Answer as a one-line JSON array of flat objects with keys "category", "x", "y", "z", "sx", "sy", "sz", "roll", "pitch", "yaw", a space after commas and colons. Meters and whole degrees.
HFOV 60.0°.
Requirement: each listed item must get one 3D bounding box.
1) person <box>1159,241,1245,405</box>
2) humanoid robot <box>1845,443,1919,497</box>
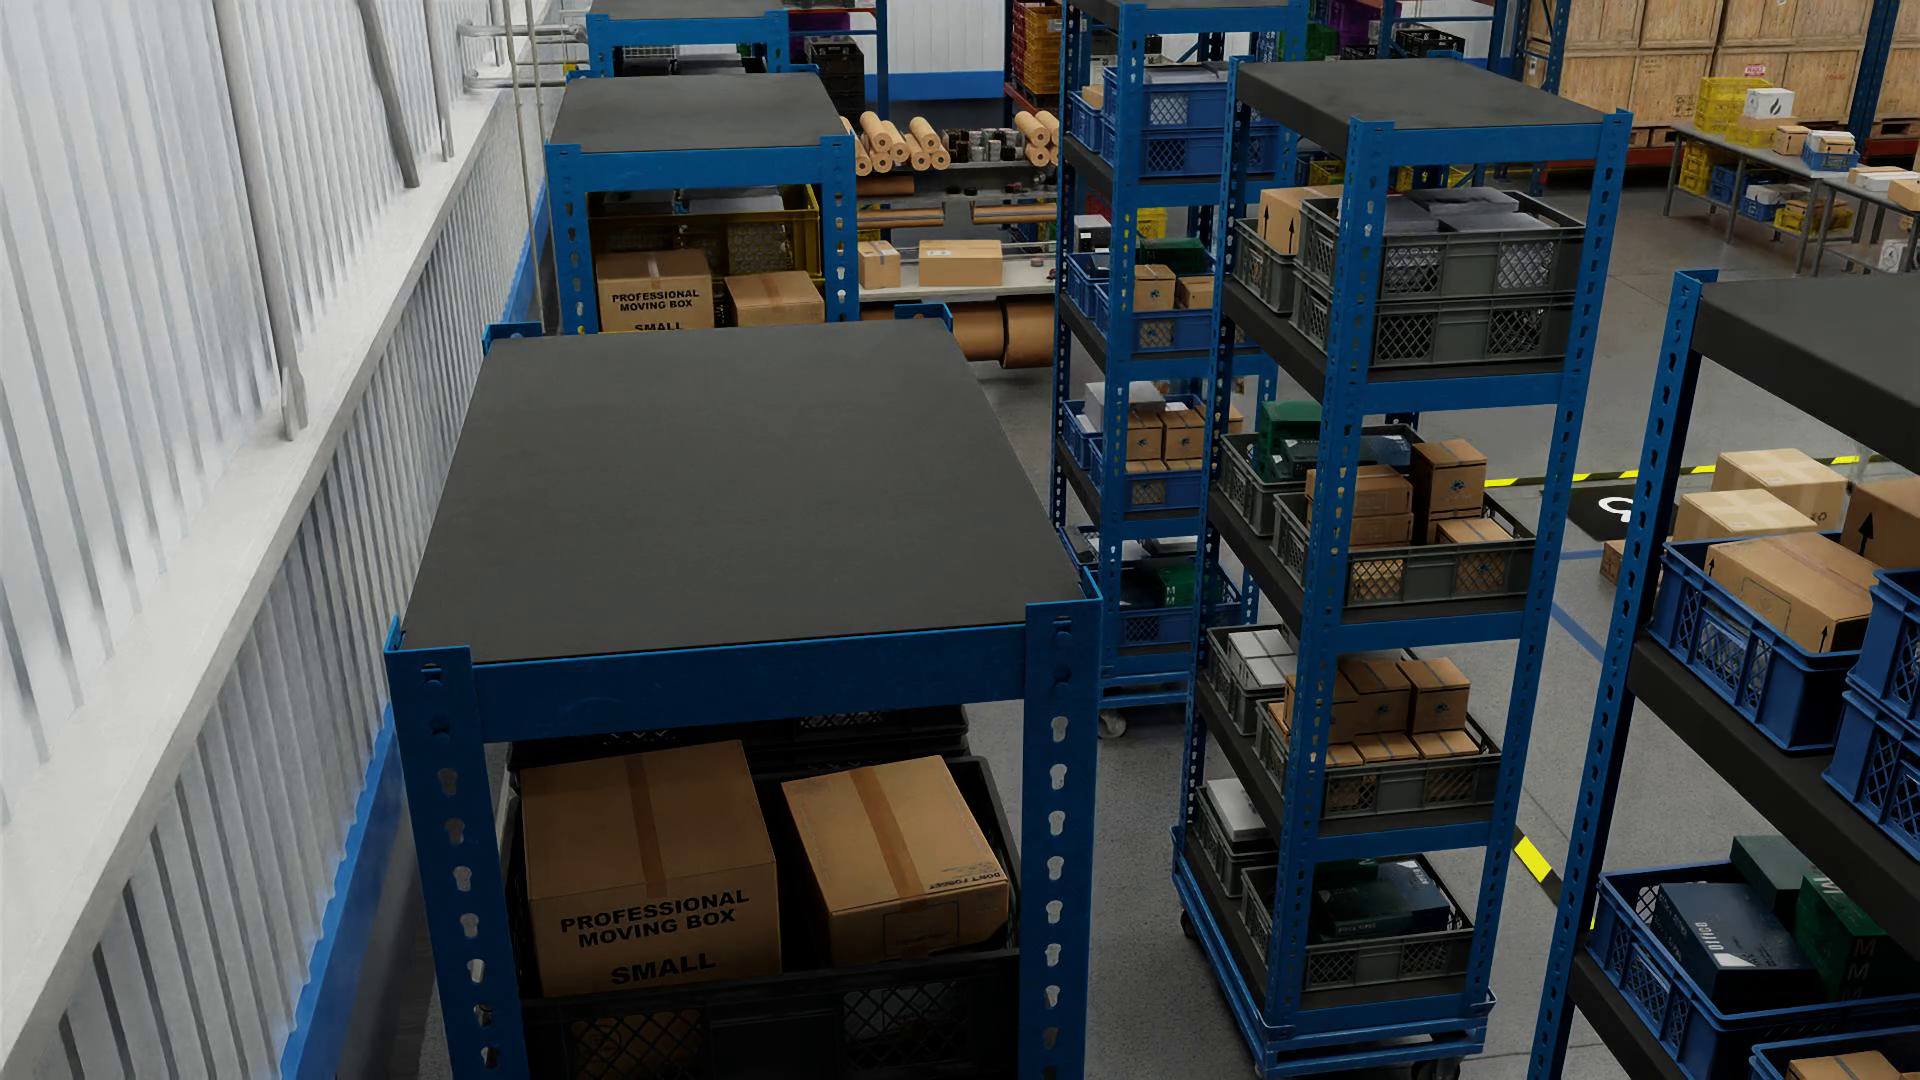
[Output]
[{"category": "person", "x": 1.572, "y": -1.128, "z": 10.956, "sx": 0.612, "sy": 1.776, "sz": 0.882, "roll": 4, "pitch": 25, "yaw": 8}, {"category": "humanoid robot", "x": 6.219, "y": -1.014, "z": 10.834, "sx": 1.047, "sy": 1.787, "sz": 0.530, "roll": -11, "pitch": 27, "yaw": -22}]
